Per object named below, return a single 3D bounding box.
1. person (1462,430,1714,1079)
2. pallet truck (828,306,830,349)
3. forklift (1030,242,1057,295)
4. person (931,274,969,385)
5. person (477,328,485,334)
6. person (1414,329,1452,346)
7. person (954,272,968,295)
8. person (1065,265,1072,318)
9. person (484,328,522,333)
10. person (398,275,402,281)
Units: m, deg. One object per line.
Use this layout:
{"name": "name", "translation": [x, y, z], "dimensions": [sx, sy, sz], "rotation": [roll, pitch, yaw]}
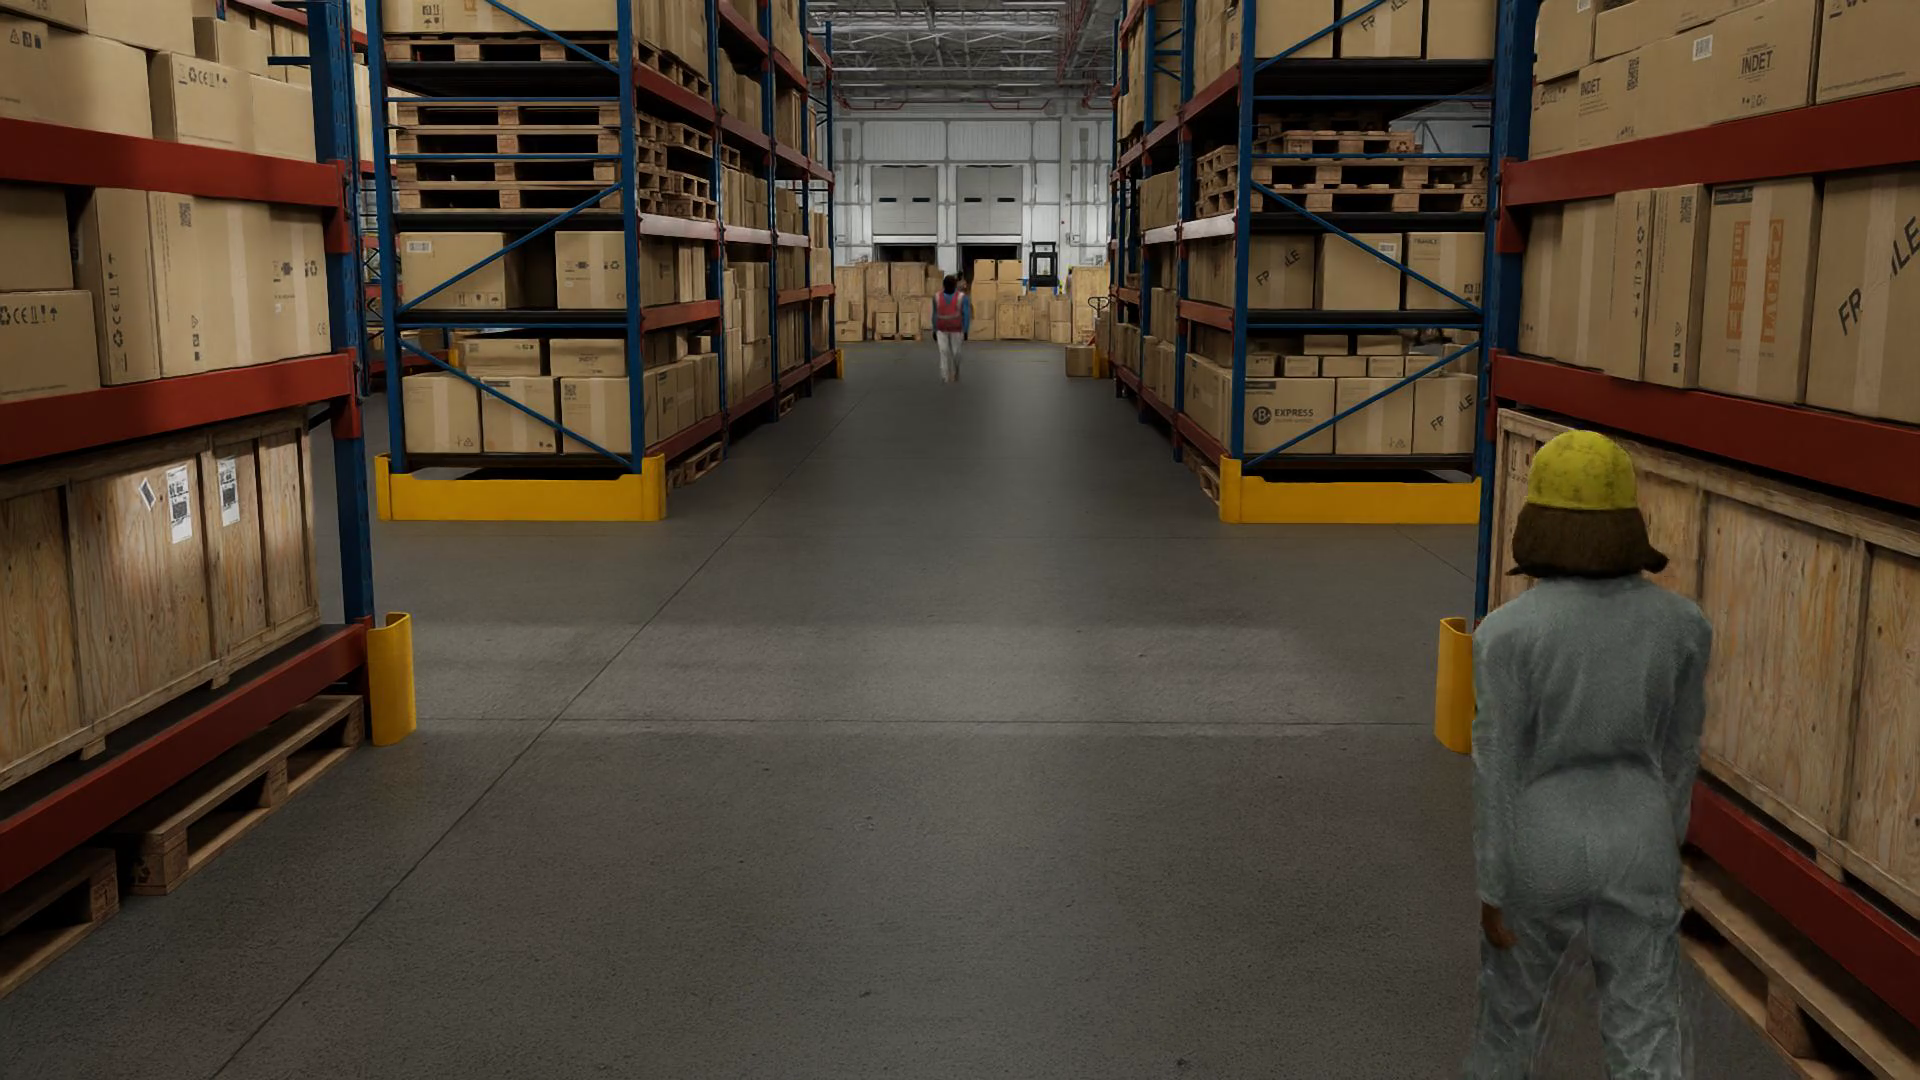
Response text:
{"name": "person", "translation": [1.242, 0.629, 3.331], "dimensions": [0.497, 1.696, 0.894], "rotation": [0, 9, 1]}
{"name": "pallet truck", "translation": [-3.100, -3.940, 29.800], "dimensions": [1.885, 1.965, 0.823], "rotation": [3, 10, 19]}
{"name": "forklift", "translation": [3.230, -10.146, 64.339], "dimensions": [1.129, 2.768, 1.873], "rotation": [0, 9, 1]}
{"name": "person", "translation": [-0.163, -3.503, 27.702], "dimensions": [0.626, 1.832, 0.567], "rotation": [1, 10, 8]}
{"name": "person", "translation": [-7.876, -3.603, 27.953], "dimensions": [0.545, 1.942, 0.354], "rotation": [0, 9, 3]}
{"name": "person", "translation": [11.482, -5.637, 40.351], "dimensions": [1.037, 1.871, 0.550], "rotation": [-4, 10, -23]}
{"name": "person", "translation": [0.065, -8.904, 60.472], "dimensions": [0.545, 1.676, 0.671], "rotation": [-7, 12, -34]}
{"name": "person", "translation": [4.016, -8.965, 60.136], "dimensions": [0.586, 1.921, 0.382], "rotation": [-7, 12, -37]}
{"name": "person", "translation": [-5.380, -2.089, 19.688], "dimensions": [0.533, 1.683, 0.566], "rotation": [0, 9, 2]}
{"name": "person", "translation": [-21.273, -9.533, 63.854], "dimensions": [0.740, 1.819, 0.633], "rotation": [7, 12, 35]}
